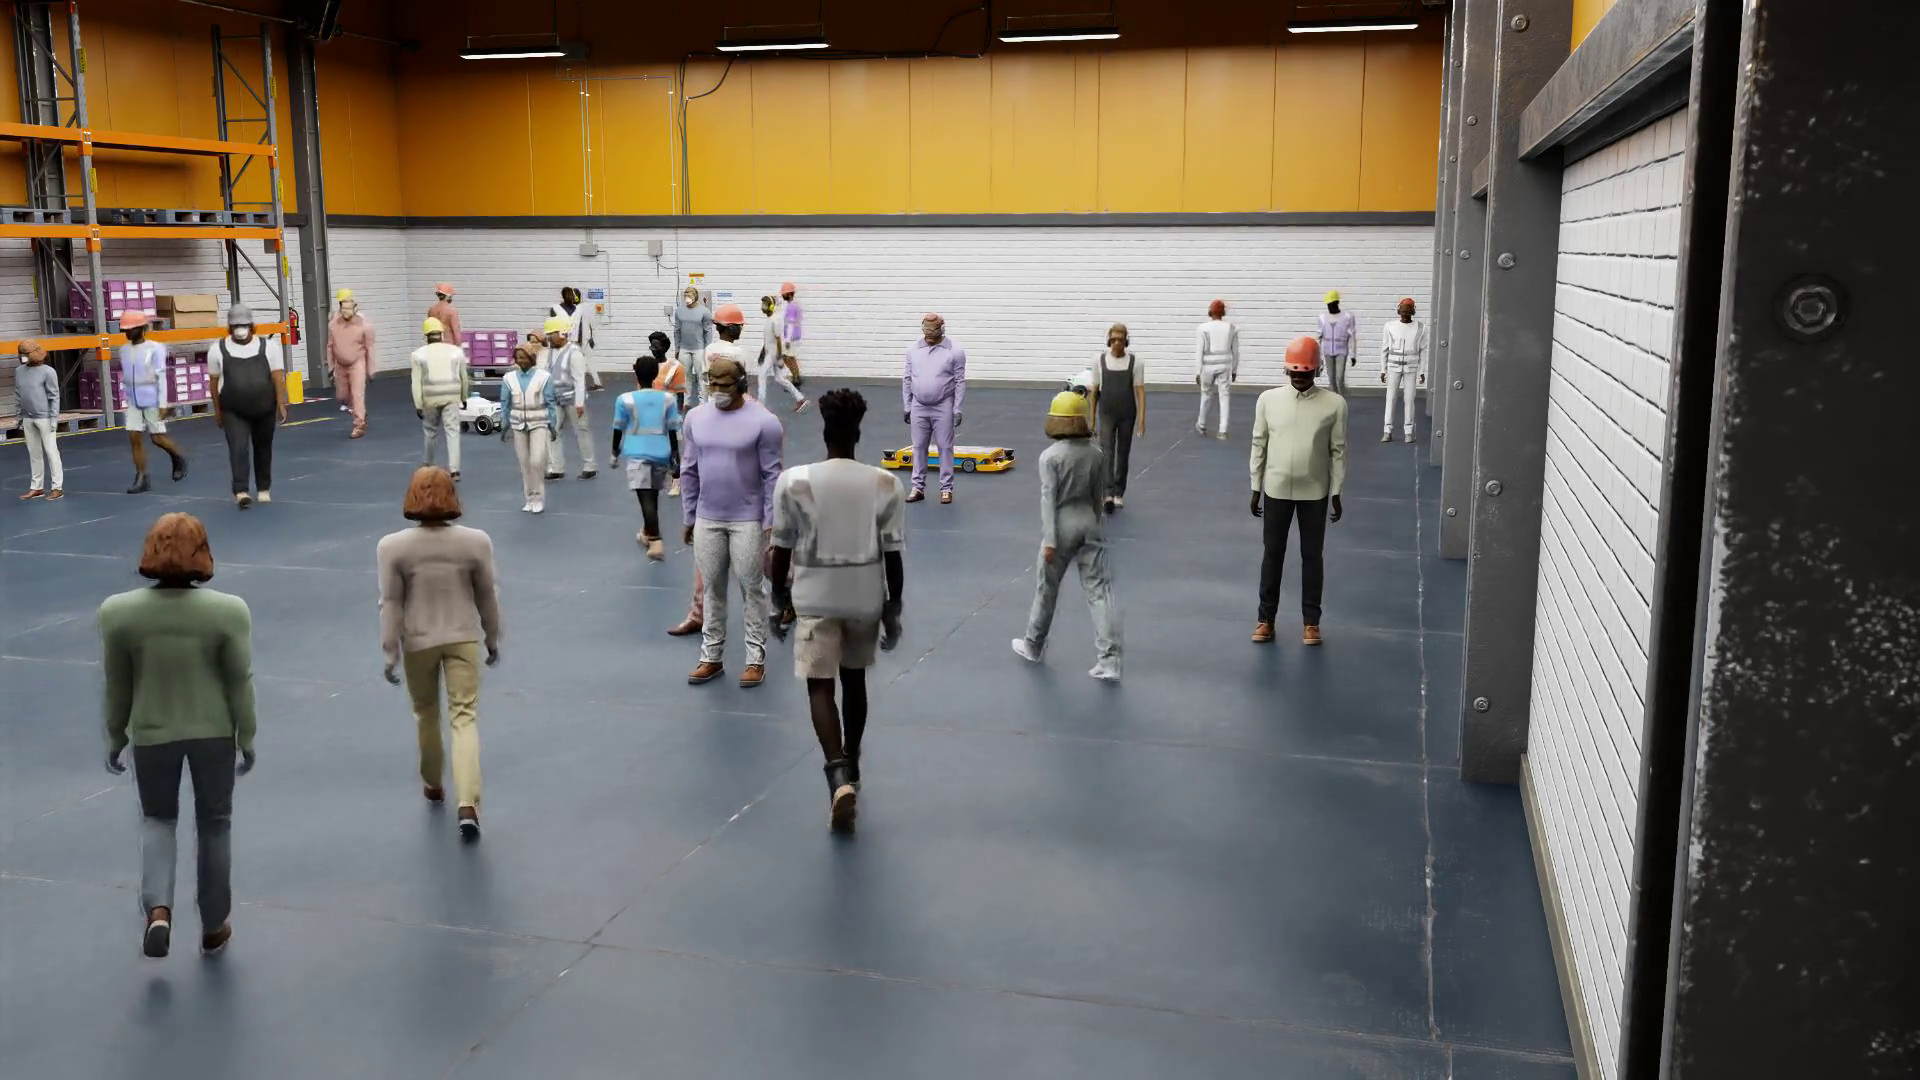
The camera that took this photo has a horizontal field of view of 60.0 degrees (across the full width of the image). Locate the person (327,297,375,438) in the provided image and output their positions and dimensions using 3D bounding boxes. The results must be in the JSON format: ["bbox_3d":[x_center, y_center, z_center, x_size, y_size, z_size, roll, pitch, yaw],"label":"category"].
[{"bbox_3d":[-8.137,-2.323,22.343,0.657,1.884,0.638,2,10,10],"label":"person"}]

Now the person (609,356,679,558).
[{"bbox_3d":[-2.599,-0.695,13.789,0.537,1.650,0.871,-6,12,-31],"label":"person"}]

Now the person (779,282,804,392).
[{"bbox_3d":[-2.974,-3.550,29.159,0.416,1.924,0.555,0,10,-2],"label":"person"}]

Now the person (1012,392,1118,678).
[{"bbox_3d":[0.665,-0.041,9.967,0.500,1.691,0.932,-6,12,-31],"label":"person"}]

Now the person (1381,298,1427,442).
[{"bbox_3d":[5.786,-2.212,21.724,0.573,1.883,0.353,3,10,15],"label":"person"}]

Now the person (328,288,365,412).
[{"bbox_3d":[-9.420,-2.912,25.597,0.609,1.908,0.459,1,10,4],"label":"person"}]

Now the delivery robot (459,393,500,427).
[{"bbox_3d":[-6.611,-1.773,22.729,0.707,0.478,0.477,3,10,15],"label":"delivery robot"}]

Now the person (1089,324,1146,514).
[{"bbox_3d":[1.511,-1.153,15.955,0.537,1.797,0.932,1,10,4],"label":"person"}]

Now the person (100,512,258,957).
[{"bbox_3d":[-2.757,0.713,5.892,0.523,1.617,0.420,-3,10,-15],"label":"person"}]

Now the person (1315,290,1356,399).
[{"bbox_3d":[5.623,-2.802,25.030,0.600,1.890,0.762,6,12,30],"label":"person"}]

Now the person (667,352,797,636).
[{"bbox_3d":[-1.466,-0.315,11.030,0.949,1.874,0.634,-7,12,-36],"label":"person"}]

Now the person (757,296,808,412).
[{"bbox_3d":[-2.795,-2.830,25.429,0.944,1.823,0.518,-2,10,-13],"label":"person"}]

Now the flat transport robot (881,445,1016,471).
[{"bbox_3d":[-0.128,-0.952,19.148,1.431,0.197,0.652,3,10,15],"label":"flat transport robot"}]

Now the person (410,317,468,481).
[{"bbox_3d":[-5.694,-1.542,18.238,0.604,1.783,0.948,-4,11,-23],"label":"person"}]

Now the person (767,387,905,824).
[{"bbox_3d":[-0.536,0.280,7.496,0.610,1.933,0.927,-3,10,-16],"label":"person"}]

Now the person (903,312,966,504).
[{"bbox_3d":[-0.275,-1.308,16.554,0.636,1.903,0.406,3,10,15],"label":"person"}]

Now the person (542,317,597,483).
[{"bbox_3d":[-4.284,-1.503,17.941,0.718,1.786,0.795,9,14,42],"label":"person"}]

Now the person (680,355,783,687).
[{"bbox_3d":[-1.332,-0.109,9.673,0.627,1.934,0.370,3,10,15],"label":"person"}]

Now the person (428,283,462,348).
[{"bbox_3d":[-7.940,-2.980,25.763,0.622,1.990,0.402,5,11,28],"label":"person"}]

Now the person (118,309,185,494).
[{"bbox_3d":[-8.488,-1.464,17.404,0.541,1.912,0.747,1,10,8],"label":"person"}]

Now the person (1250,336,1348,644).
[{"bbox_3d":[2.161,-0.314,10.683,0.609,1.986,0.393,3,10,15],"label":"person"}]

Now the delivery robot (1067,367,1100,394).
[{"bbox_3d":[2.155,-2.641,27.648,0.707,0.478,0.477,-2,10,-13],"label":"delivery robot"}]

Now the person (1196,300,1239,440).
[{"bbox_3d":[3.431,-2.284,22.278,0.605,1.826,0.995,-1,10,-4],"label":"person"}]

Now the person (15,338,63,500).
[{"bbox_3d":[-9.319,-1.218,16.800,0.498,1.633,0.279,3,10,15],"label":"person"}]

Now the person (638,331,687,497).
[{"bbox_3d":[-3.047,-1.279,16.963,0.530,1.697,0.321,3,10,15],"label":"person"}]

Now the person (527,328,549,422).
[{"bbox_3d":[-4.709,-1.551,18.668,0.513,1.640,0.311,3,10,15],"label":"person"}]

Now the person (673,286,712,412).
[{"bbox_3d":[-4.109,-2.917,25.573,0.634,1.938,0.358,3,10,15],"label":"person"}]

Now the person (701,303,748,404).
[{"bbox_3d":[-2.085,-1.115,15.052,0.388,2.045,0.605,-8,13,-40],"label":"person"}]

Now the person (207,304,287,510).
[{"bbox_3d":[-6.961,-1.333,16.299,0.684,2.000,1.012,-5,11,-28],"label":"person"}]

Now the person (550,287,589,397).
[{"bbox_3d":[-6.718,-3.375,28.420,0.593,1.880,0.944,-7,12,-35],"label":"person"}]

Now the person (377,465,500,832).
[{"bbox_3d":[-2.287,0.470,7.349,0.509,1.597,0.841,-4,11,-20],"label":"person"}]

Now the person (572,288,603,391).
[{"bbox_3d":[-6.752,-3.538,29.439,0.885,1.813,0.544,1,10,6],"label":"person"}]

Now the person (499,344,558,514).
[{"bbox_3d":[-4.146,-1.052,15.889,0.538,1.619,0.568,1,10,7],"label":"person"}]
